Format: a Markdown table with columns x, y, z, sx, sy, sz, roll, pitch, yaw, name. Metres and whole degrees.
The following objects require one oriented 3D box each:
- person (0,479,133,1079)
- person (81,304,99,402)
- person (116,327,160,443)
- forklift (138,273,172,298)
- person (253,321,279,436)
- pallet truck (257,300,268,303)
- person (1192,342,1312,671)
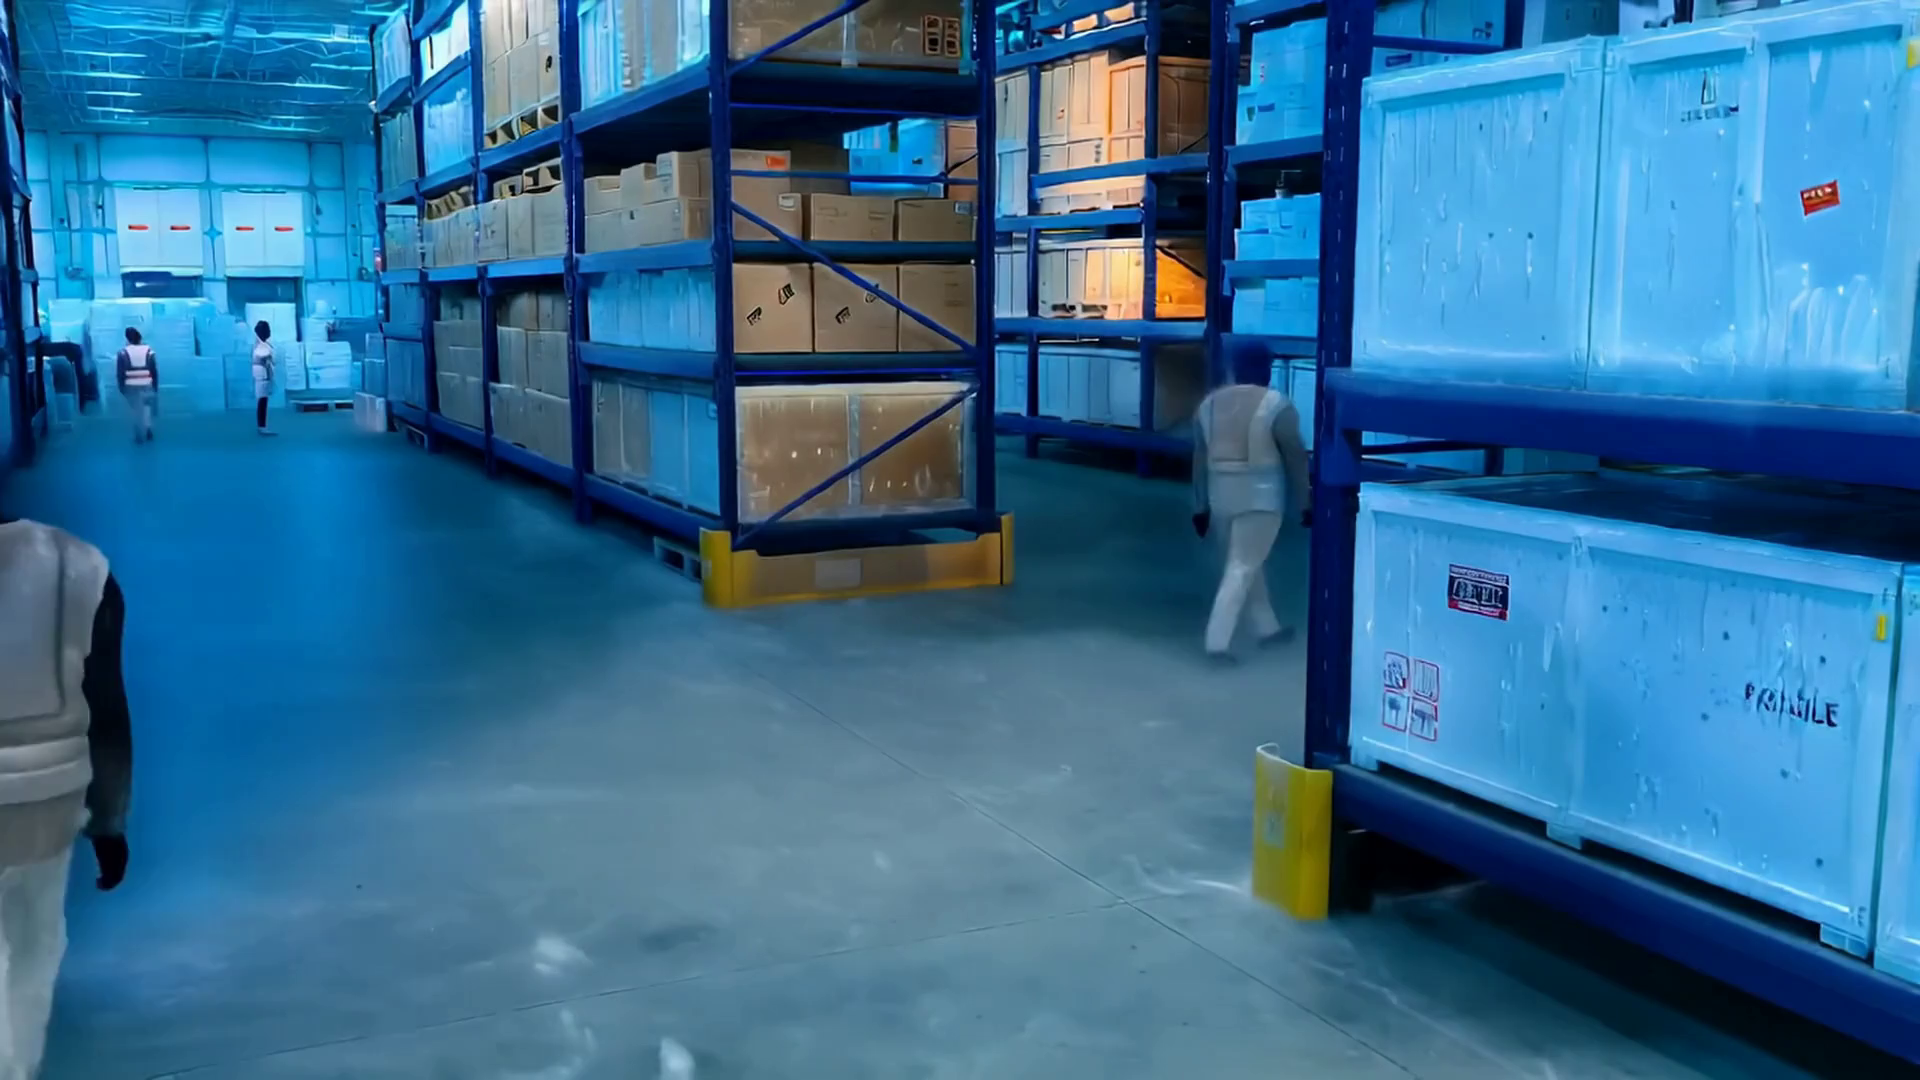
| x | y | z | sx | sy | sz | roll | pitch | yaw | name |
| --- | --- | --- | --- | --- | --- | --- | --- | --- | --- |
| -2.178 | 0.608 | 3.570 | 0.920 | 1.796 | 0.646 | 7 | 11 | 39 | person |
| -16.934 | -3.644 | 32.495 | 0.406 | 1.923 | 0.582 | -7 | 11 | -38 | person |
| -11.521 | -2.163 | 23.308 | 0.538 | 1.620 | 0.390 | -7 | 11 | -40 | person |
| -24.694 | -6.828 | 51.173 | 1.129 | 2.768 | 1.873 | 0 | 8 | 2 | forklift |
| -10.287 | -2.387 | 24.605 | 0.316 | 1.696 | 0.542 | -4 | 9 | -26 | person |
| -23.913 | -7.404 | 58.171 | 1.885 | 1.965 | 0.823 | -1 | 8 | -9 | pallet truck |
| 1.606 | -0.192 | 9.181 | 0.983 | 1.794 | 0.616 | -7 | 11 | -41 | person |
